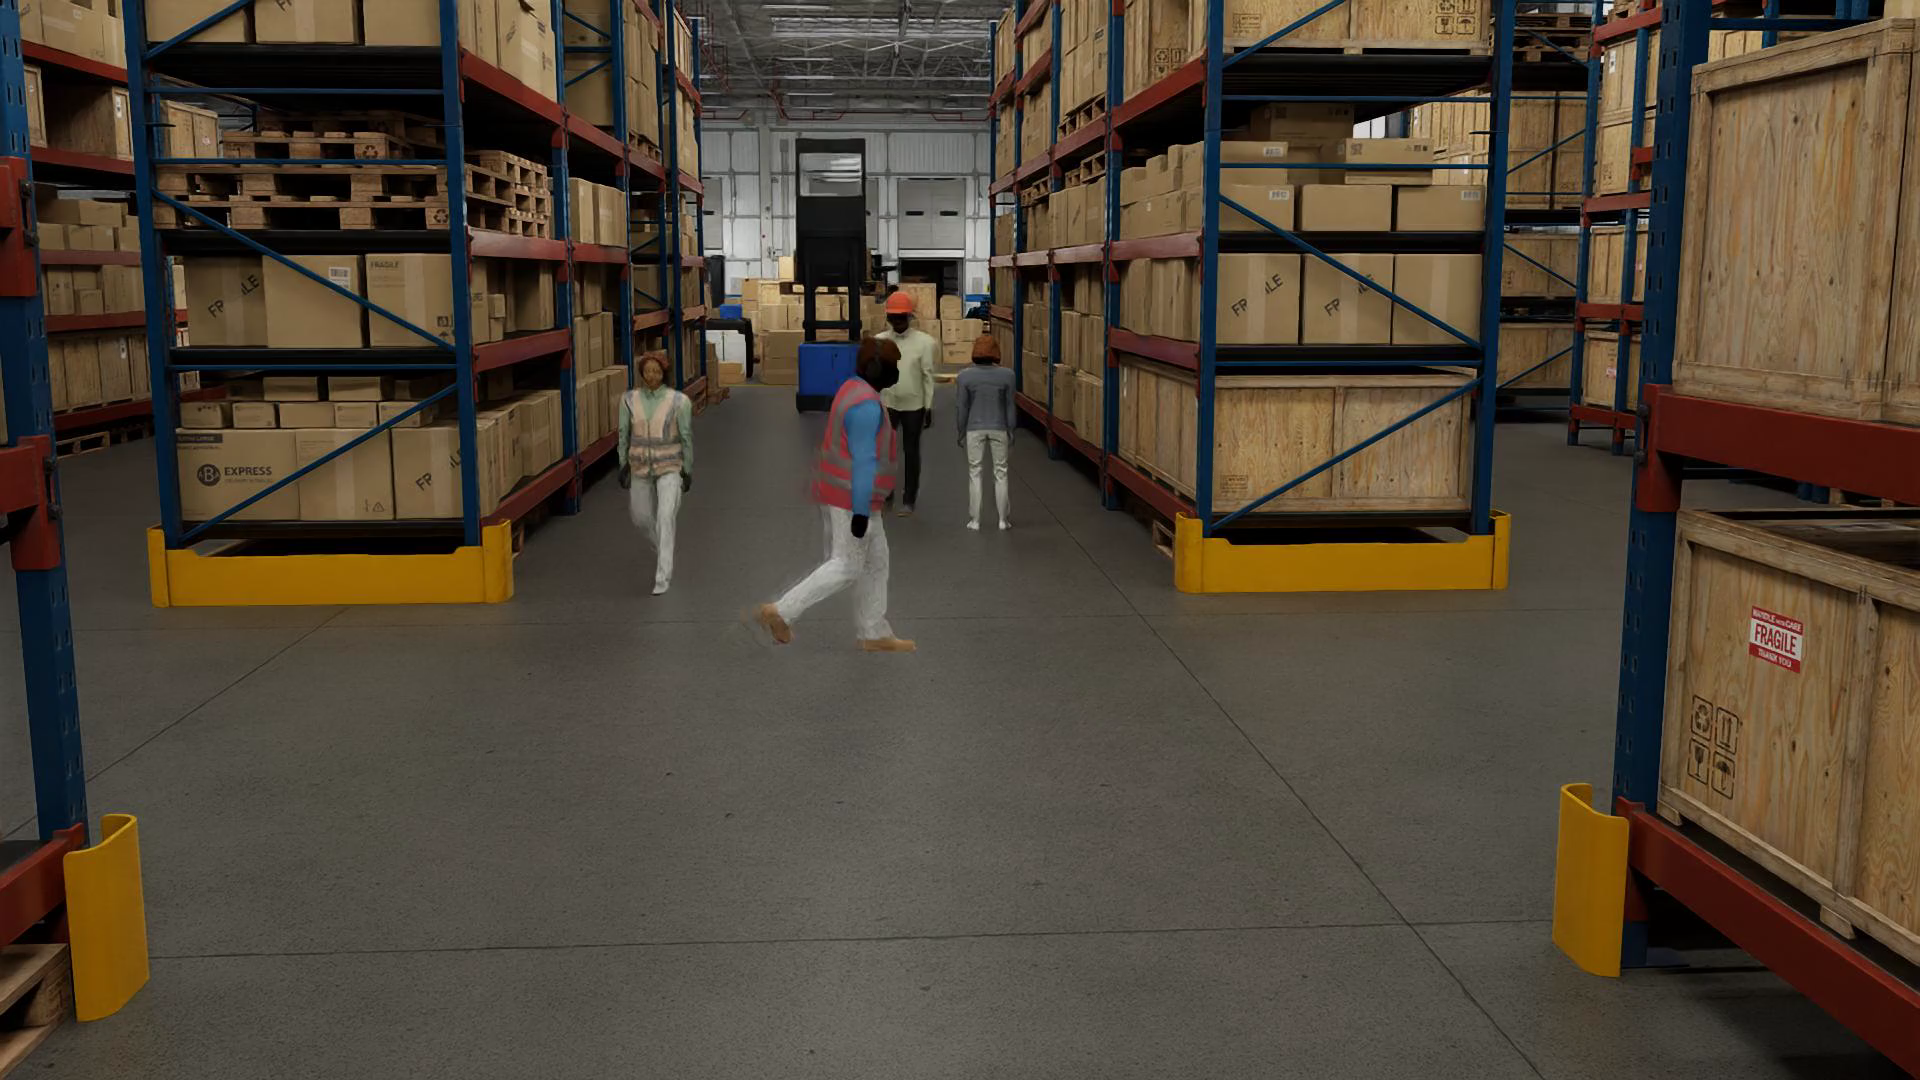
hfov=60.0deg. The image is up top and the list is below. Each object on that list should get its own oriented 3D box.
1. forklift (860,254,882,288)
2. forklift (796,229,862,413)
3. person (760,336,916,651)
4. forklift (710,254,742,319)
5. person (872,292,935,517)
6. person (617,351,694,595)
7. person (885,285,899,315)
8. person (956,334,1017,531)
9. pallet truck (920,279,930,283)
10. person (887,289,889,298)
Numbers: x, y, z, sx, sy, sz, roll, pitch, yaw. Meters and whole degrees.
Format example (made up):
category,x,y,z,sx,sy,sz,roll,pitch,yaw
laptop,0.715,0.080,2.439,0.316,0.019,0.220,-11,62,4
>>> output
category,x,y,z,sx,sy,sz,roll,pitch,yaw
forklift,-3.133,-8.342,56.712,1.129,2.768,1.873,-6,11,-32
forklift,-1.981,-3.419,25.797,1.129,2.768,1.873,-1,9,-4
person,-0.677,-0.226,9.192,0.792,1.800,0.638,-1,9,-6
forklift,-8.383,-8.512,57.776,1.873,2.768,1.129,0,9,3
person,-0.523,-1.162,14.479,0.619,1.975,0.596,2,9,11
person,-2.029,-0.470,11.216,0.526,1.621,0.562,2,9,9
person,-1.418,-4.842,37.794,0.772,1.893,0.635,-3,10,-19
person,0.218,-0.882,13.774,0.501,1.631,0.285,0,9,-1
pallet truck,-0.932,-8.922,63.114,1.885,1.965,0.823,2,9,13
person,-2.587,-7.951,58.137,0.307,1.641,0.514,-1,9,-8
